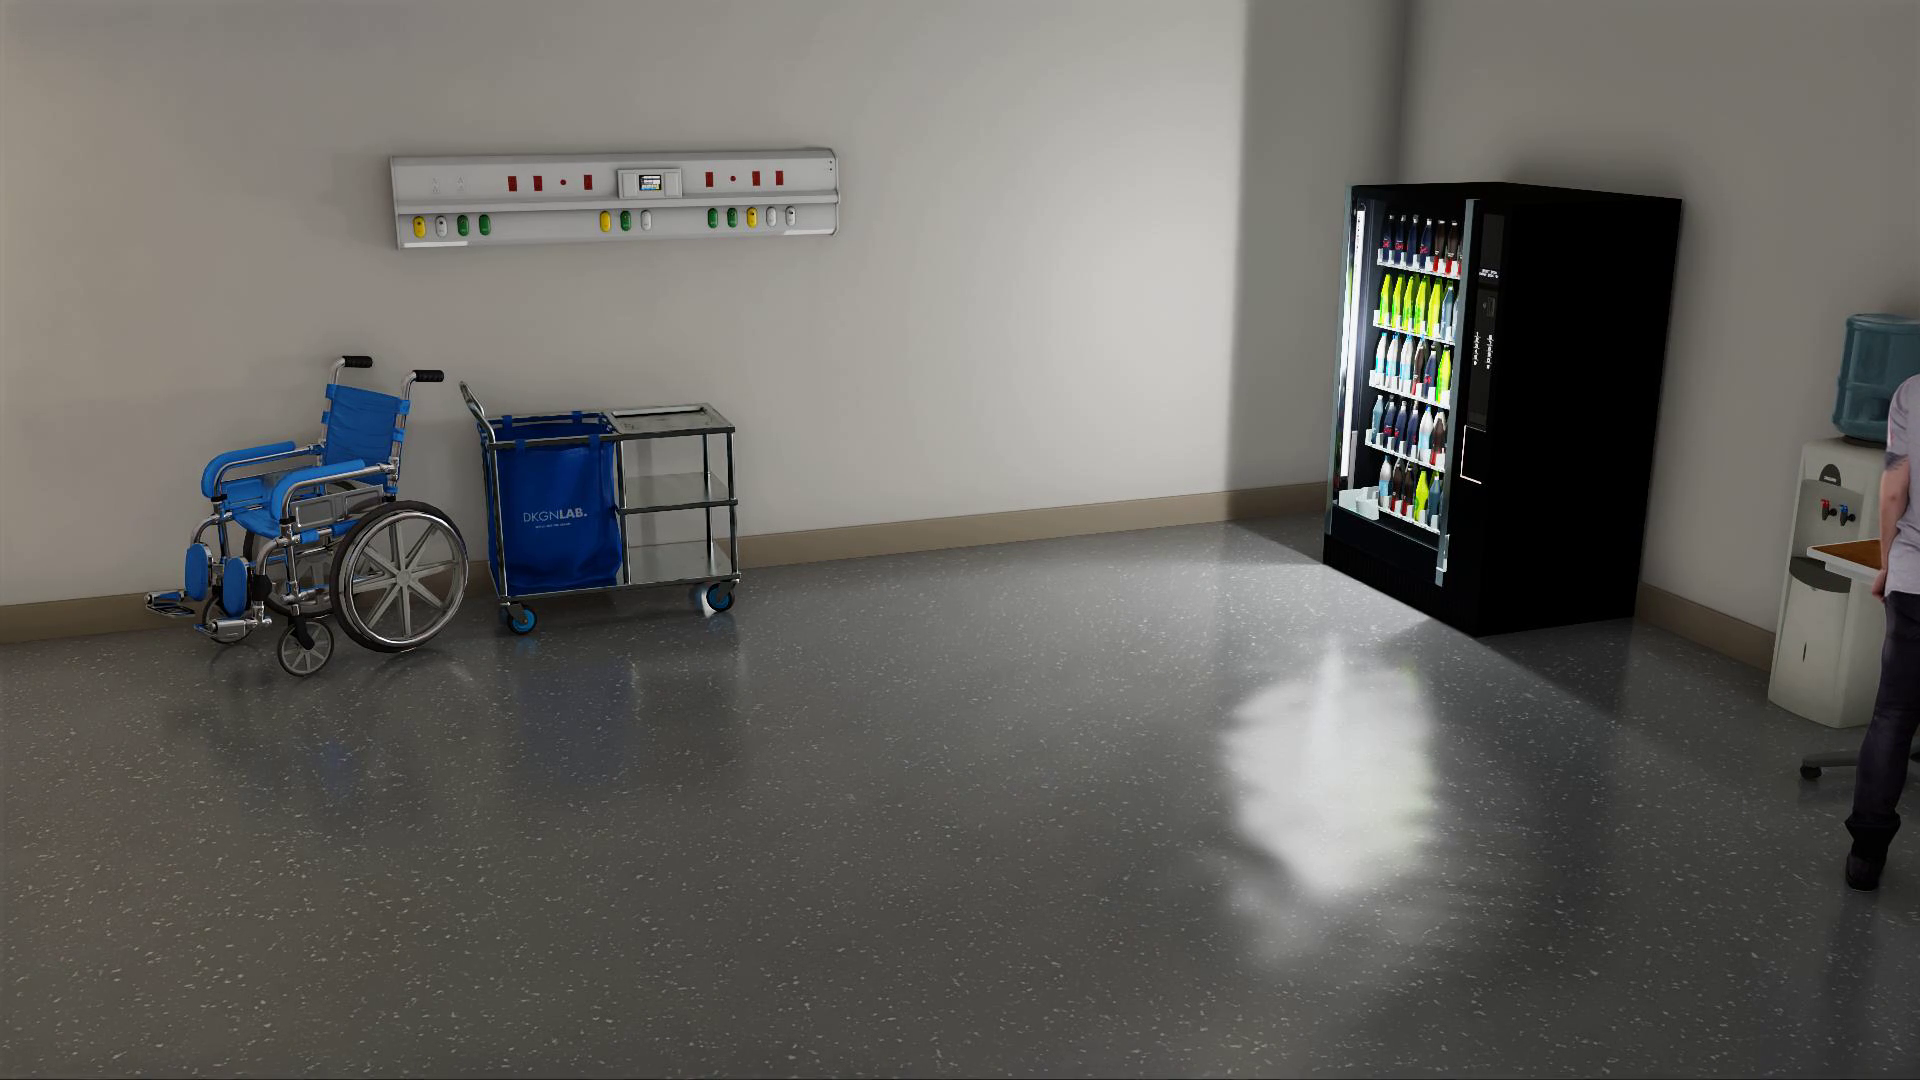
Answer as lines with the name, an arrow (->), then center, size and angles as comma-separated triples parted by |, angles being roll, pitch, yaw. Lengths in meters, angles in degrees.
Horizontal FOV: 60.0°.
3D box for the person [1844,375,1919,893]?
person -> 2.832, 0.155, 4.695 | 0.691, 1.833, 0.809 | 14, 21, 40
